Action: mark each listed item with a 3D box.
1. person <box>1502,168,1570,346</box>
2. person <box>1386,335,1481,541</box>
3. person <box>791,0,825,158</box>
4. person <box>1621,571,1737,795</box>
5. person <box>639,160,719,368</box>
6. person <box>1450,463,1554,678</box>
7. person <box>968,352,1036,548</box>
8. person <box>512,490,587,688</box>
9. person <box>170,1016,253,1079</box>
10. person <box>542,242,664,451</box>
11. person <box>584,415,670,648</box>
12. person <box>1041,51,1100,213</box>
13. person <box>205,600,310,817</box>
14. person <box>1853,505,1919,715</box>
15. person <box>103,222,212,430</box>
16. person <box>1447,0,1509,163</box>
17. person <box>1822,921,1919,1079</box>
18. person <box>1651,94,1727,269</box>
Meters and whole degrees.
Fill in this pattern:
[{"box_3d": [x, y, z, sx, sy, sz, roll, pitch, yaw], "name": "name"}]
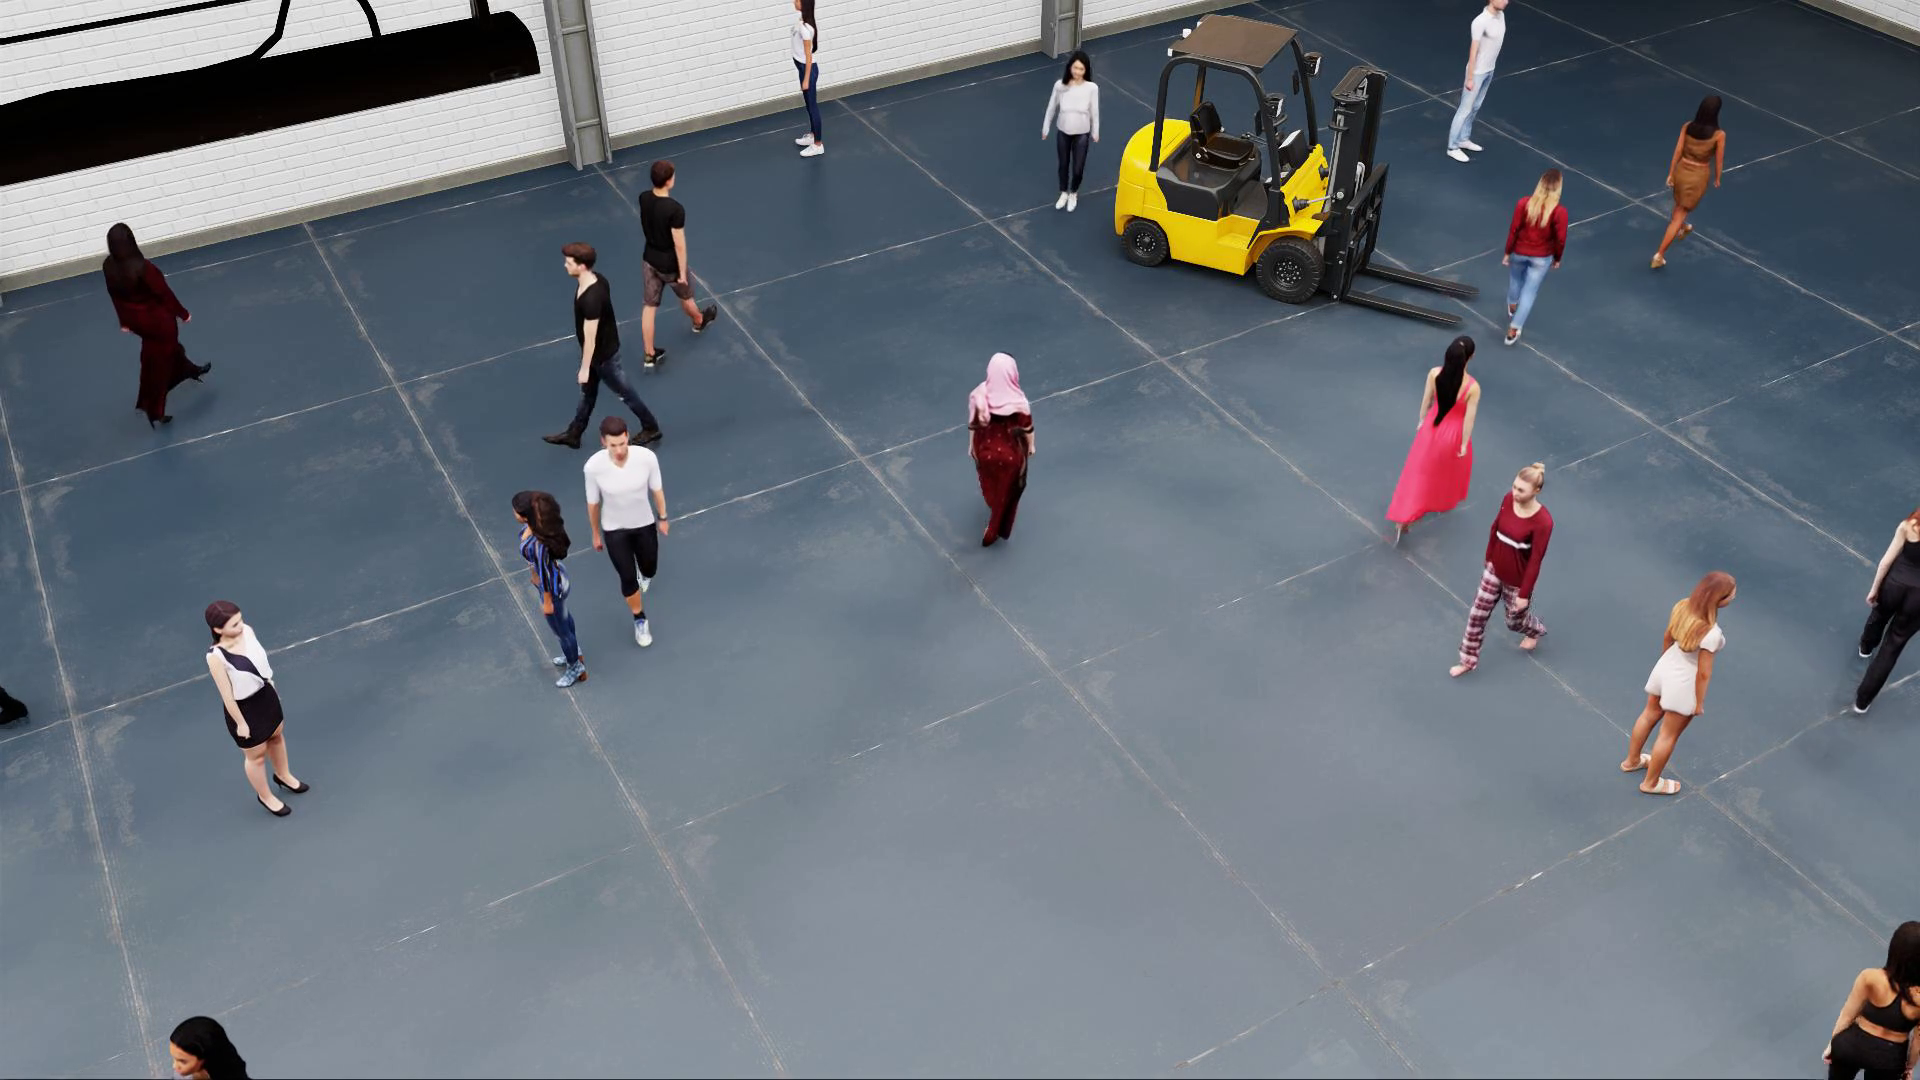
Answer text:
[{"box_3d": [4.972, -2.442, 14.541, 0.898, 1.602, 1.056, 20, 43, 23], "name": "person"}, {"box_3d": [3.528, -0.723, 12.318, 0.842, 1.689, 1.099, 26, 45, 29], "name": "person"}, {"box_3d": [-1.595, -4.932, 17.520, 0.632, 1.775, 0.654, -5, 39, -7], "name": "person"}, {"box_3d": [4.451, 0.875, 10.313, 0.648, 1.696, 0.637, -7, 39, -9], "name": "person"}, {"box_3d": [-2.591, -2.327, 14.238, 1.130, 1.799, 1.336, 17, 42, 20], "name": "person"}, {"box_3d": [3.754, 0.213, 11.162, 0.998, 1.669, 0.675, -23, 44, -26], "name": "person"}, {"box_3d": [0.263, -0.626, 12.258, 0.902, 1.613, 0.997, 16, 41, 19], "name": "person"}, {"box_3d": [-2.727, 0.308, 11.085, 0.651, 1.618, 0.675, -8, 39, -10], "name": "person"}, {"box_3d": [-3.394, 2.819, 7.846, 0.688, 1.736, 0.707, 17, 42, 21], "name": "person"}, {"box_3d": [-2.739, -1.477, 13.134, 1.264, 1.850, 0.901, -10, 40, -13], "name": "person"}, {"box_3d": [-2.302, -0.160, 11.500, 0.983, 1.830, 0.902, -9, 40, -11], "name": "person"}, {"box_3d": [1.157, -4.076, 16.521, 0.827, 1.683, 0.882, 13, 40, 15], "name": "person"}, {"box_3d": [-4.330, 1.018, 10.170, 0.686, 1.649, 0.629, 9, 39, 11], "name": "person"}, {"box_3d": [6.175, 0.413, 10.888, 0.901, 1.699, 1.160, 25, 45, 28], "name": "person"}, {"box_3d": [-6.639, -1.701, 13.525, 1.067, 1.712, 1.230, 17, 41, 20], "name": "person"}, {"box_3d": [5.452, -4.932, 17.459, 0.780, 1.852, 0.599, 29, 47, 31], "name": "person"}, {"box_3d": [4.477, 2.603, 8.210, 0.879, 1.620, 1.001, 18, 42, 22], "name": "person"}, {"box_3d": [6.811, -3.313, 15.600, 1.132, 1.640, 0.727, -30, 47, -32], "name": "person"}]
